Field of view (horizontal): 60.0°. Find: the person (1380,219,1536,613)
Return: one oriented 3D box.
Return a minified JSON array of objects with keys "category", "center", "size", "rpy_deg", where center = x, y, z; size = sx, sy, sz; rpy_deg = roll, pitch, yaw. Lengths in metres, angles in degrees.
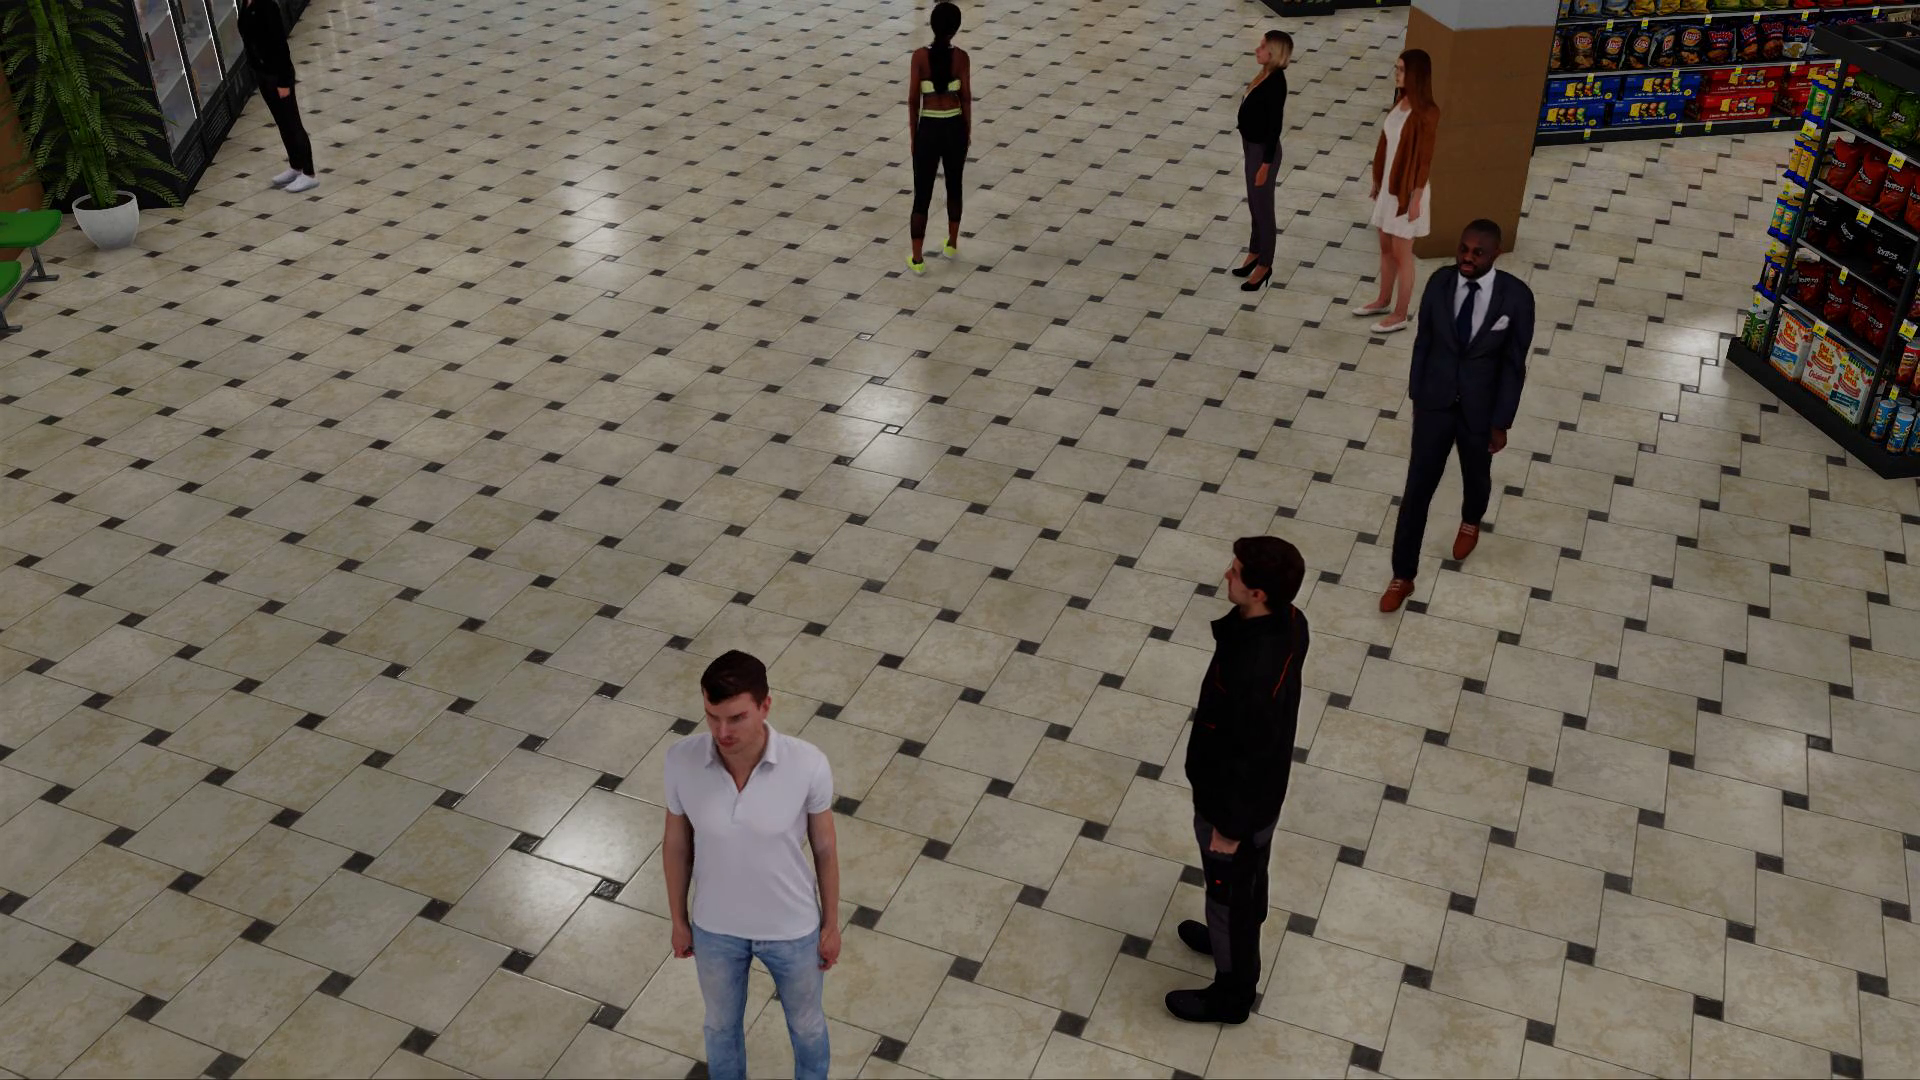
[{"category":"person","center":[2.326,-0.618,7.627],"size":[1.219,1.804,1.201],"rpy_deg":[15,35,23]}]

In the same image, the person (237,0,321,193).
[{"category":"person","center":[-5.028,-3.419,12.240],"size":[0.703,1.686,0.698],"rpy_deg":[-24,39,-33]}]

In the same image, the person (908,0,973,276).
[{"category":"person","center":[-0.114,-2.583,10.859],"size":[0.630,1.726,0.677],"rpy_deg":[-8,33,-13]}]

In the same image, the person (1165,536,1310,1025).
[{"category":"person","center":[0.911,0.784,5.342],"size":[0.747,1.839,0.802],"rpy_deg":[8,33,12]}]

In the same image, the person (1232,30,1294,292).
[{"category":"person","center":[1.951,-2.423,10.654],"size":[0.581,1.671,0.632],"rpy_deg":[0,32,0]}]

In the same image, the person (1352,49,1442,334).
[{"category":"person","center":[2.730,-2.140,10.156],"size":[0.590,1.716,0.648],"rpy_deg":[-9,33,-14]}]

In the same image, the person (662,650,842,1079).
[{"category":"person","center":[-0.590,1.089,4.839],"size":[0.562,1.850,0.758],"rpy_deg":[2,32,2]}]
